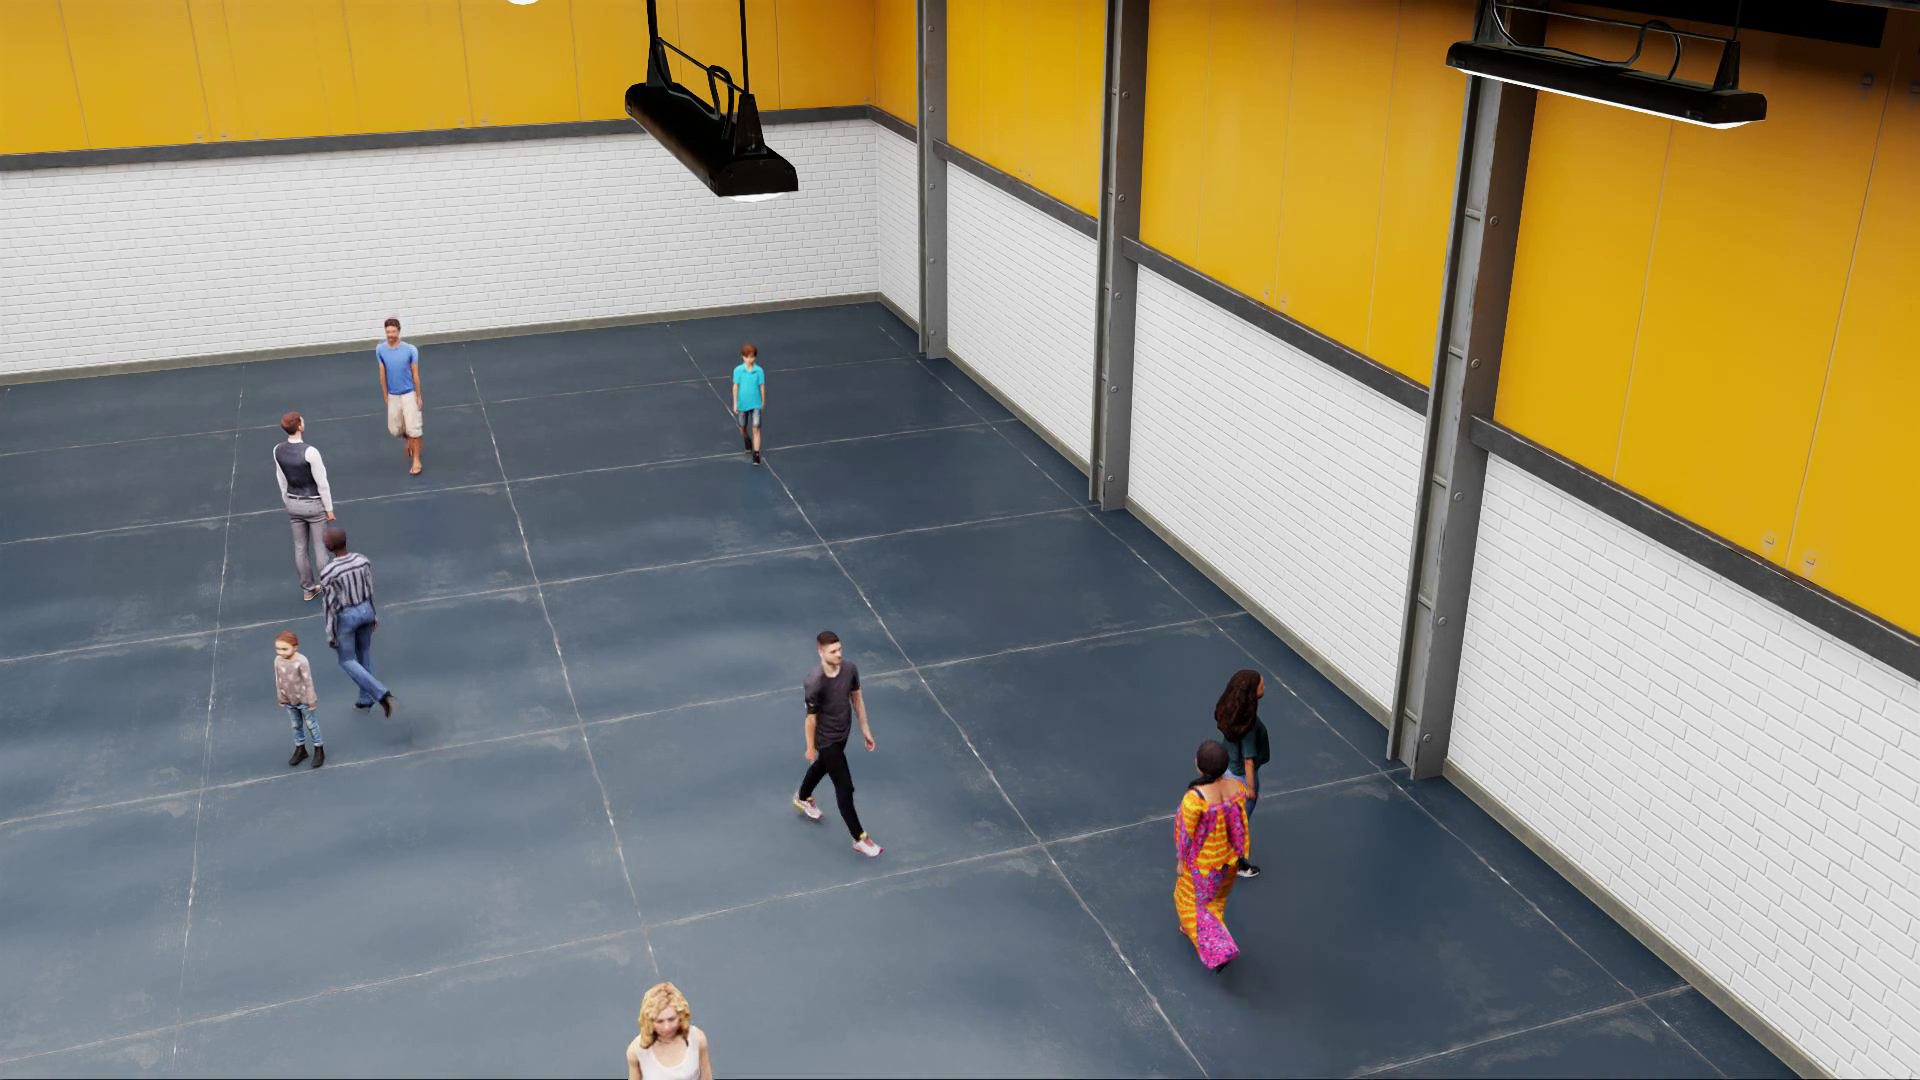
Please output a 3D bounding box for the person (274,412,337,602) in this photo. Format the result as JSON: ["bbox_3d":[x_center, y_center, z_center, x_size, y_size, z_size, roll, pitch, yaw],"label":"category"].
[{"bbox_3d":[-6.339,-0.330,16.132,0.748,1.939,0.763,6,24,13],"label":"person"}]

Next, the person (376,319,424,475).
[{"bbox_3d":[-6.474,-1.720,19.432,0.799,1.841,0.967,-1,24,-2],"label":"person"}]

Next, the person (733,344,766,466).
[{"bbox_3d":[-2.512,-1.653,19.793,0.702,1.430,0.972,-1,24,-2],"label":"person"}]

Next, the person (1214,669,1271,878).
[{"bbox_3d":[2.016,1.662,11.976,0.678,1.617,0.556,-6,24,-13],"label":"person"}]

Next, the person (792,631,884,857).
[{"bbox_3d":[-1.002,1.445,12.353,1.289,1.714,1.074,18,29,35],"label":"person"}]

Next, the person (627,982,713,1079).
[{"bbox_3d":[-1.523,3.015,8.837,0.602,1.653,0.937,-7,25,-16],"label":"person"}]

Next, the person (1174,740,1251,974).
[{"bbox_3d":[1.658,2.083,10.950,0.761,1.668,1.003,-14,27,-29],"label":"person"}]

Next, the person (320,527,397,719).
[{"bbox_3d":[-5.013,0.741,13.891,1.048,1.772,0.941,17,29,34],"label":"person"}]

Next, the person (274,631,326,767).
[{"bbox_3d":[-5.341,1.259,13.428,0.545,1.193,0.576,4,24,10],"label":"person"}]
